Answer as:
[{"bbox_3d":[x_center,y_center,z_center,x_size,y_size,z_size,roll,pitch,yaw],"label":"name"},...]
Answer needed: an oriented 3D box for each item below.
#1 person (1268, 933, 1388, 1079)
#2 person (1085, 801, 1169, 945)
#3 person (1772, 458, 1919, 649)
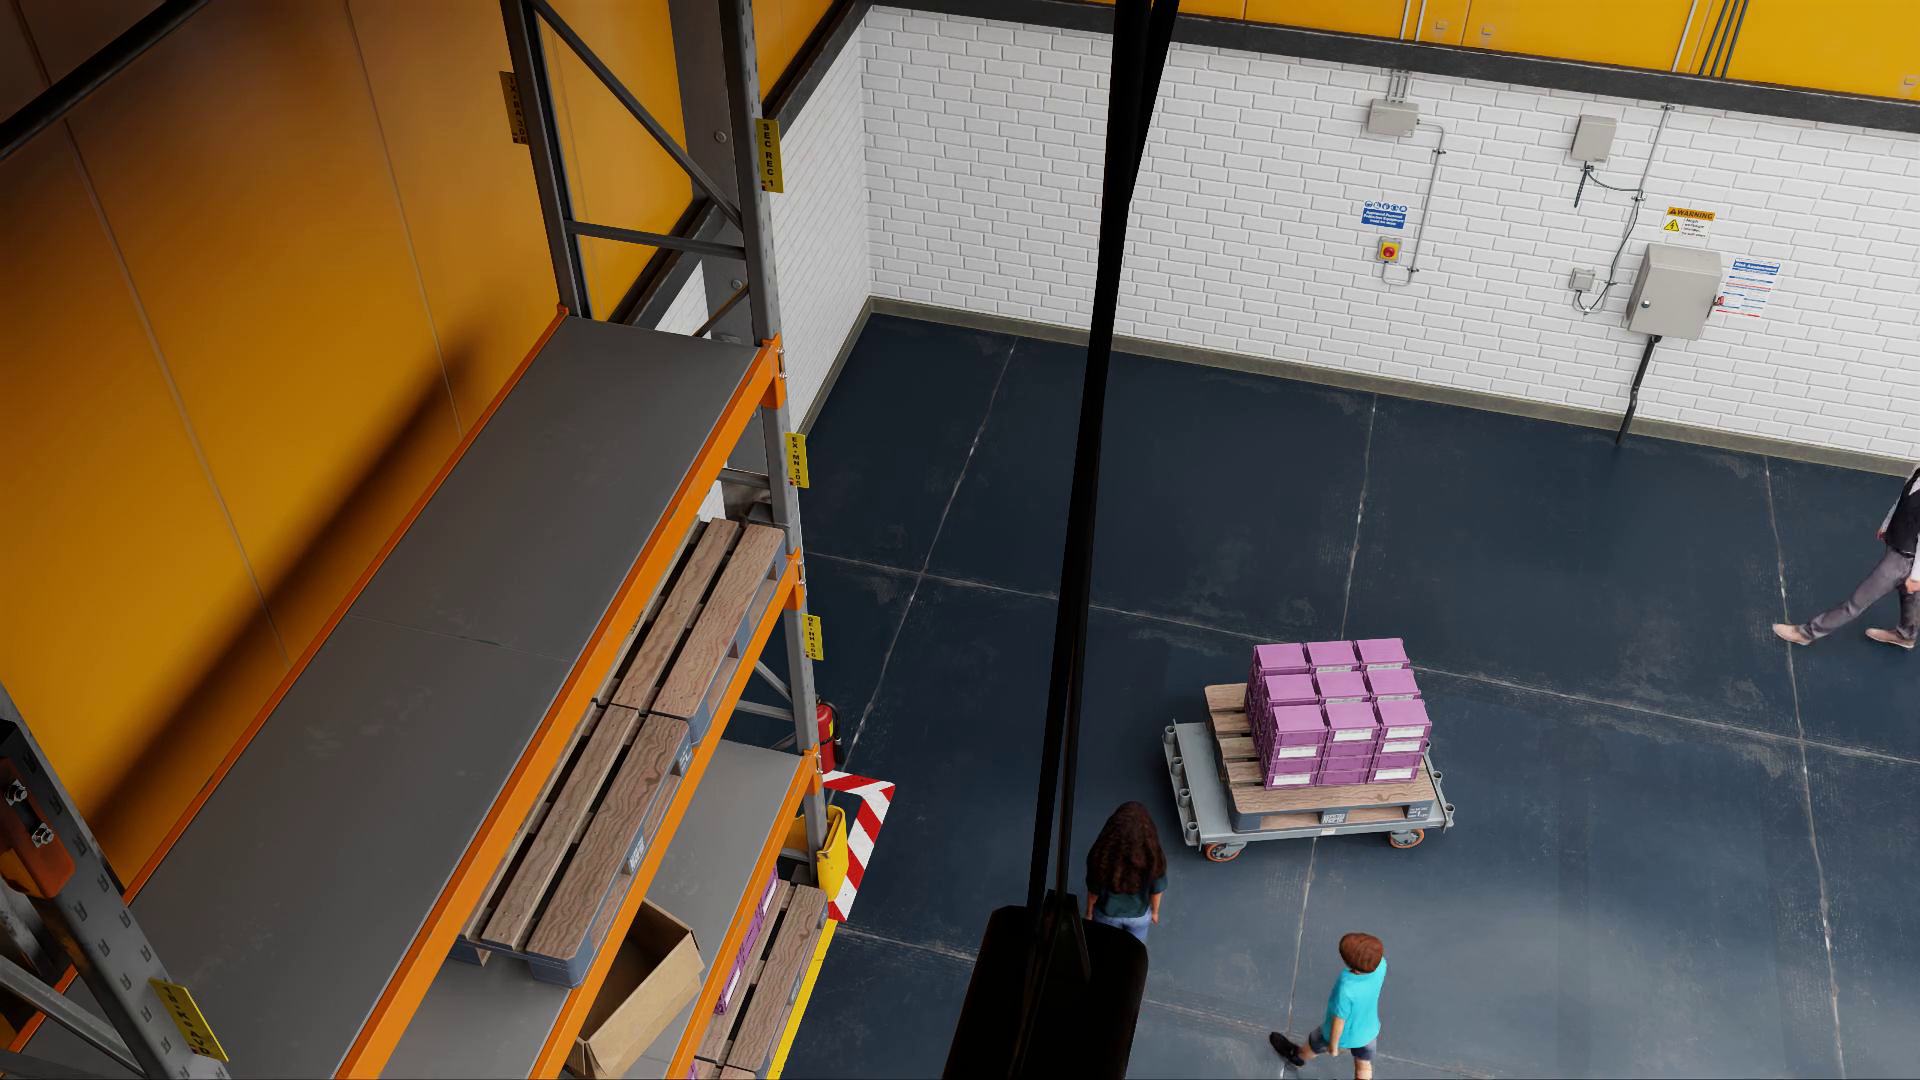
[{"bbox_3d":[2.076,2.540,8.582,0.885,1.421,0.904,-27,50,-25],"label":"person"},{"bbox_3d":[0.878,1.984,9.024,0.639,1.615,0.638,3,44,4],"label":"person"},{"bbox_3d":[6.252,0.095,10.810,0.782,1.888,1.125,14,45,14],"label":"person"}]
